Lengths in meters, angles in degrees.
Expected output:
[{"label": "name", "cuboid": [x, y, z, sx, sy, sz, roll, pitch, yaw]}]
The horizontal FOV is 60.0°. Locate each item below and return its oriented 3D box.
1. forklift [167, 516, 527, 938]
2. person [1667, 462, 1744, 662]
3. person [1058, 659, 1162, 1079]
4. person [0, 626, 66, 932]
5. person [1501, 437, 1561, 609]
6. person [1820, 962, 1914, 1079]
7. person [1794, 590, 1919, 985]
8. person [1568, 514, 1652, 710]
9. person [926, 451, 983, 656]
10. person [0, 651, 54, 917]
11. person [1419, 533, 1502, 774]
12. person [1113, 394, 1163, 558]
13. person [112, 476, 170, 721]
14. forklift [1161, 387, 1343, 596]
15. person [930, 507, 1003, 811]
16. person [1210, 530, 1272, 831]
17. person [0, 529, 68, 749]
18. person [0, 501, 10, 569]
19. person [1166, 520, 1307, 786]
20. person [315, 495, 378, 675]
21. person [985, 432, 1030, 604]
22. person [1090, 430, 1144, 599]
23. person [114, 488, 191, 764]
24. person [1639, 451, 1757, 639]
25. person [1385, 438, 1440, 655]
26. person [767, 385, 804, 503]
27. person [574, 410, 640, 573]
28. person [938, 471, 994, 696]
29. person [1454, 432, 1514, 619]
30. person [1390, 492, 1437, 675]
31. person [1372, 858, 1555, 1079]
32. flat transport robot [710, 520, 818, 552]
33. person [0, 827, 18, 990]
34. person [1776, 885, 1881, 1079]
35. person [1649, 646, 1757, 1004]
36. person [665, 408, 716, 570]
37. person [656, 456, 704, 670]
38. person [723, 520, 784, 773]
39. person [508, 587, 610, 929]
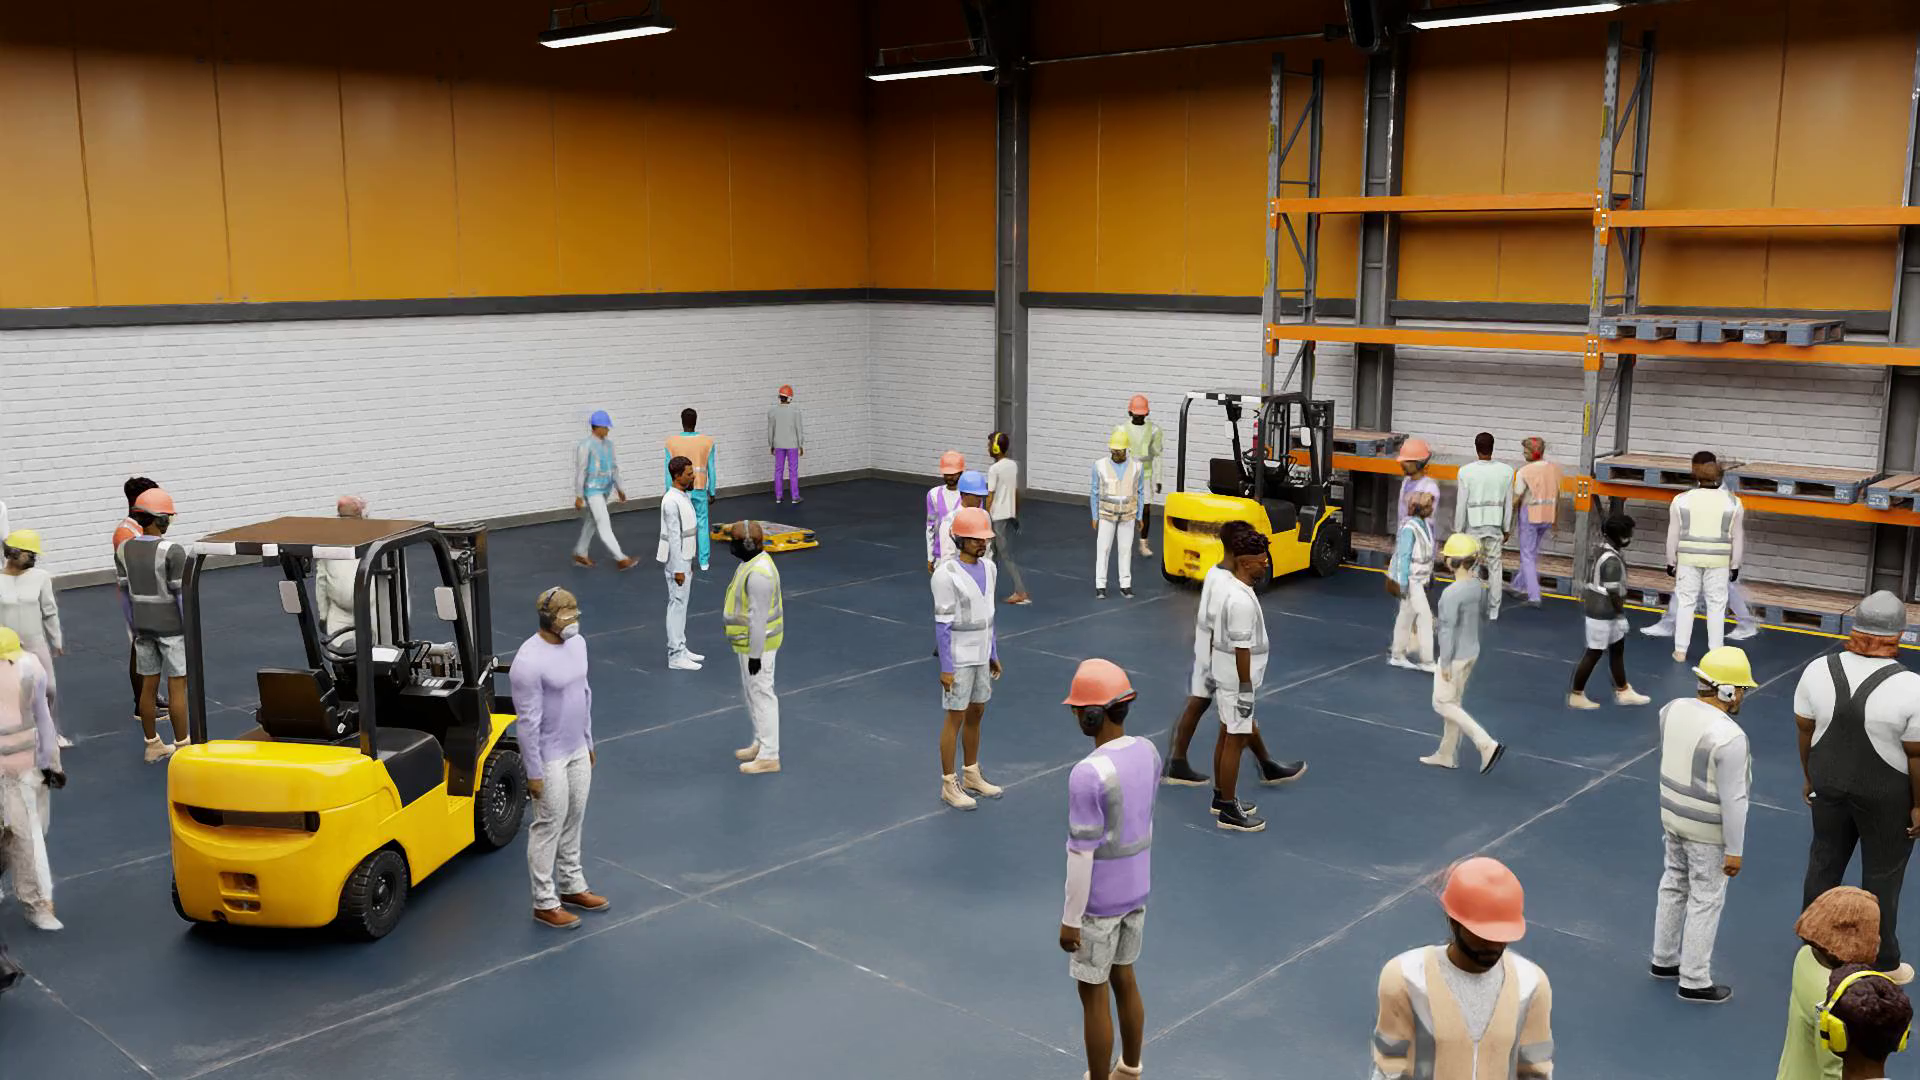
[{"label": "forklift", "cuboid": [-3.583, 0.976, 9.748, 1.214, 2.155, 2.313, 2, 10, 11]}, {"label": "person", "cuboid": [6.765, 0.208, 15.135, 0.629, 1.840, 0.429, 5, 11, 25]}, {"label": "person", "cuboid": [0.615, 1.513, 7.181, 0.410, 2.030, 0.611, 7, 12, 35]}, {"label": "person", "cuboid": [-5.311, 1.299, 9.268, 0.733, 1.712, 0.484, 4, 11, 23]}, {"label": "person", "cuboid": [5.954, -0.200, 17.547, 0.576, 1.800, 0.805, -5, 11, -27]}, {"label": "person", "cuboid": [2.395, 2.062, 4.532, 0.510, 1.861, 0.324, -2, 10, -11]}, {"label": "person", "cuboid": [4.693, 1.259, 8.576, 0.538, 2.000, 0.688, -6, 12, -33]}, {"label": "person", "cuboid": [5.307, 0.599, 13.432, 0.723, 1.651, 0.551, 4, 11, 20]}, {"label": "person", "cuboid": [-0.060, 0.134, 15.308, 0.544, 1.930, 0.389, 3, 10, 18]}, {"label": "person", "cuboid": [-5.363, 1.256, 9.187, 0.429, 1.846, 0.633, 10, 14, 43]}, {"label": "person", "cuboid": [3.606, 0.827, 11.873, 0.598, 1.751, 0.529, 9, 13, 42]}, {"label": "person", "cuboid": [2.149, -0.767, 20.195, 0.617, 2.020, 0.454, 0, 10, -1]}, {"label": "person", "cuboid": [-6.539, 0.462, 13.341, 0.366, 1.961, 0.603, -2, 10, -13]}, {"label": "forklift", "cuboid": [3.298, -0.608, 18.767, 1.214, 2.155, 2.313, 9, 13, 42]}, {"label": "person", "cuboid": [0.072, 0.787, 11.258, 0.370, 2.044, 0.608, 7, 12, 36]}, {"label": "person", "cuboid": [1.828, 0.897, 10.849, 0.363, 1.963, 0.612, 0, 10, 2]}, {"label": "person", "cuboid": [-6.943, 0.783, 12.159, 0.458, 1.746, 0.675, 9, 13, 42]}, {"label": "person", "cuboid": [-8.584, 0.293, 14.528, 0.352, 1.883, 0.576, 8, 13, 39]}, {"label": "person", "cuboid": [1.916, 0.794, 11.563, 0.992, 1.906, 0.607, 0, 10, -1]}, {"label": "person", "cuboid": [-4.620, 0.600, 12.773, 0.690, 1.885, 0.710, -2, 10, -9]}, {"label": "person", "cuboid": [0.409, -0.244, 17.758, 0.887, 1.829, 0.552, 6, 11, 29]}, {"label": "person", "cuboid": [1.697, -0.273, 17.911, 0.587, 1.826, 0.404, -1, 10, -5]}, {"label": "person", "cuboid": [-5.808, 0.636, 12.123, 0.607, 2.041, 0.377, 3, 10, 17]}, {"label": "person", "cuboid": [7.191, 0.059, 15.968, 1.042, 1.852, 0.607, 4, 11, 24]}, {"label": "person", "cuboid": [4.217, 0.070, 15.400, 0.472, 2.031, 0.609, -2, 10, -13]}, {"label": "person", "cuboid": [-2.569, -1.422, 24.659, 0.559, 1.751, 0.326, 3, 10, 15]}, {"label": "person", "cuboid": [-4.192, -0.569, 19.435, 1.011, 1.893, 0.625, 4, 11, 19]}, {"label": "person", "cuboid": [0.072, 0.377, 13.896, 0.418, 1.939, 0.611, 8, 13, 37]}, {"label": "person", "cuboid": [5.305, -0.133, 16.869, 0.587, 1.914, 0.390, 0, 10, -2]}, {"label": "person", "cuboid": [4.140, 0.385, 14.730, 0.674, 1.614, 0.540, 6, 11, 30]}, {"label": "person", "cuboid": [1.579, 1.910, 5.201, 0.561, 1.921, 0.433, -1, 10, -5]}, {"label": "flat transport robot", "cuboid": [-2.502, -0.065, 21.149, 0.652, 0.197, 1.431, -9, 14, -43]}, {"label": "person", "cuboid": [-4.970, 1.398, 8.092, 0.412, 1.926, 0.555, 4, 11, 20]}, {"label": "person", "cuboid": [2.960, 1.967, 5.727, 0.271, 1.627, 0.502, 3, 10, 16]}, {"label": "person", "cuboid": [3.720, 1.417, 8.316, 0.403, 1.819, 0.602, -2, 10, -11]}, {"label": "person", "cuboid": [-3.148, -0.584, 19.454, 0.587, 1.911, 0.392, -2, 10, -13]}, {"label": "person", "cuboid": [-2.525, 0.196, 14.973, 0.392, 1.920, 0.587, 0, 10, -3]}, {"label": "person", "cuboid": [-1.495, 0.759, 12.041, 0.429, 1.833, 0.631, -2, 10, -12]}, {"label": "person", "cuboid": [-2.240, 1.199, 9.253, 0.380, 1.929, 0.636, 3, 10, 18]}]
